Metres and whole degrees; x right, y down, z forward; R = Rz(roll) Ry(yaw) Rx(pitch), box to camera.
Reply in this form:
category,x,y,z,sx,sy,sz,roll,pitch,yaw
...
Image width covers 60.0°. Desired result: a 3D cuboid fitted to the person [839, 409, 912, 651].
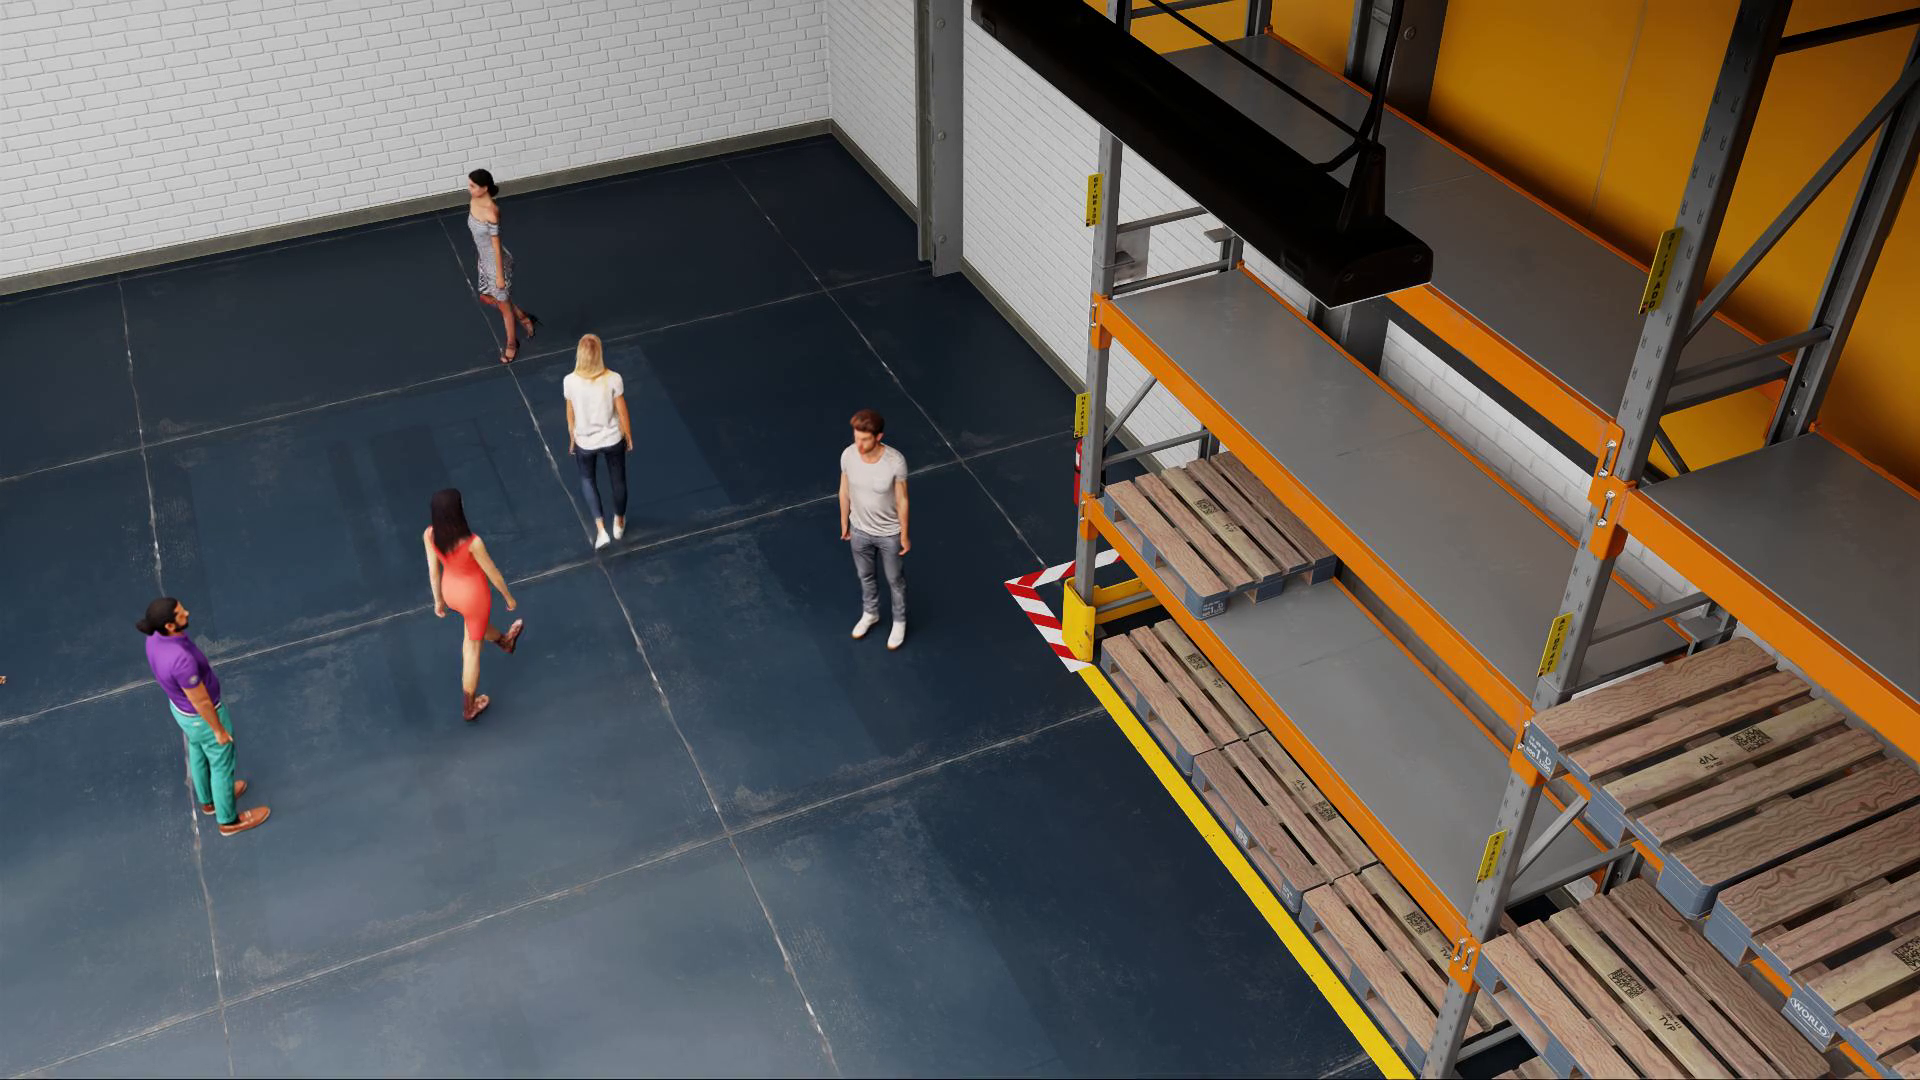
category,x,y,z,sx,sy,sz,roll,pitch,yaw
person,-0.557,-0.101,11.278,0.747,1.889,0.799,12,40,14

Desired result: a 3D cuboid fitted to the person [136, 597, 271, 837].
category,x,y,z,sx,sy,sz,roll,pitch,yaw
person,-4.571,1.037,9.953,0.742,1.764,0.597,-32,48,-33

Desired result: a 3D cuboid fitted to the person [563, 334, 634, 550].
category,x,y,z,sx,sy,sz,roll,pitch,yaw
person,-2.607,-0.662,12.050,0.730,1.801,0.891,-7,39,-9

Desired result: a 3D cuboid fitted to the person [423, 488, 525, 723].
category,x,y,z,sx,sy,sz,roll,pitch,yaw
person,-3.218,0.454,10.762,1.098,1.666,1.182,11,40,14

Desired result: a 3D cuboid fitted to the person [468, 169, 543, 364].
category,x,y,z,sx,sy,sz,roll,pitch,yaw
person,-3.869,-2.343,14.145,0.755,1.815,0.707,-26,45,-28
